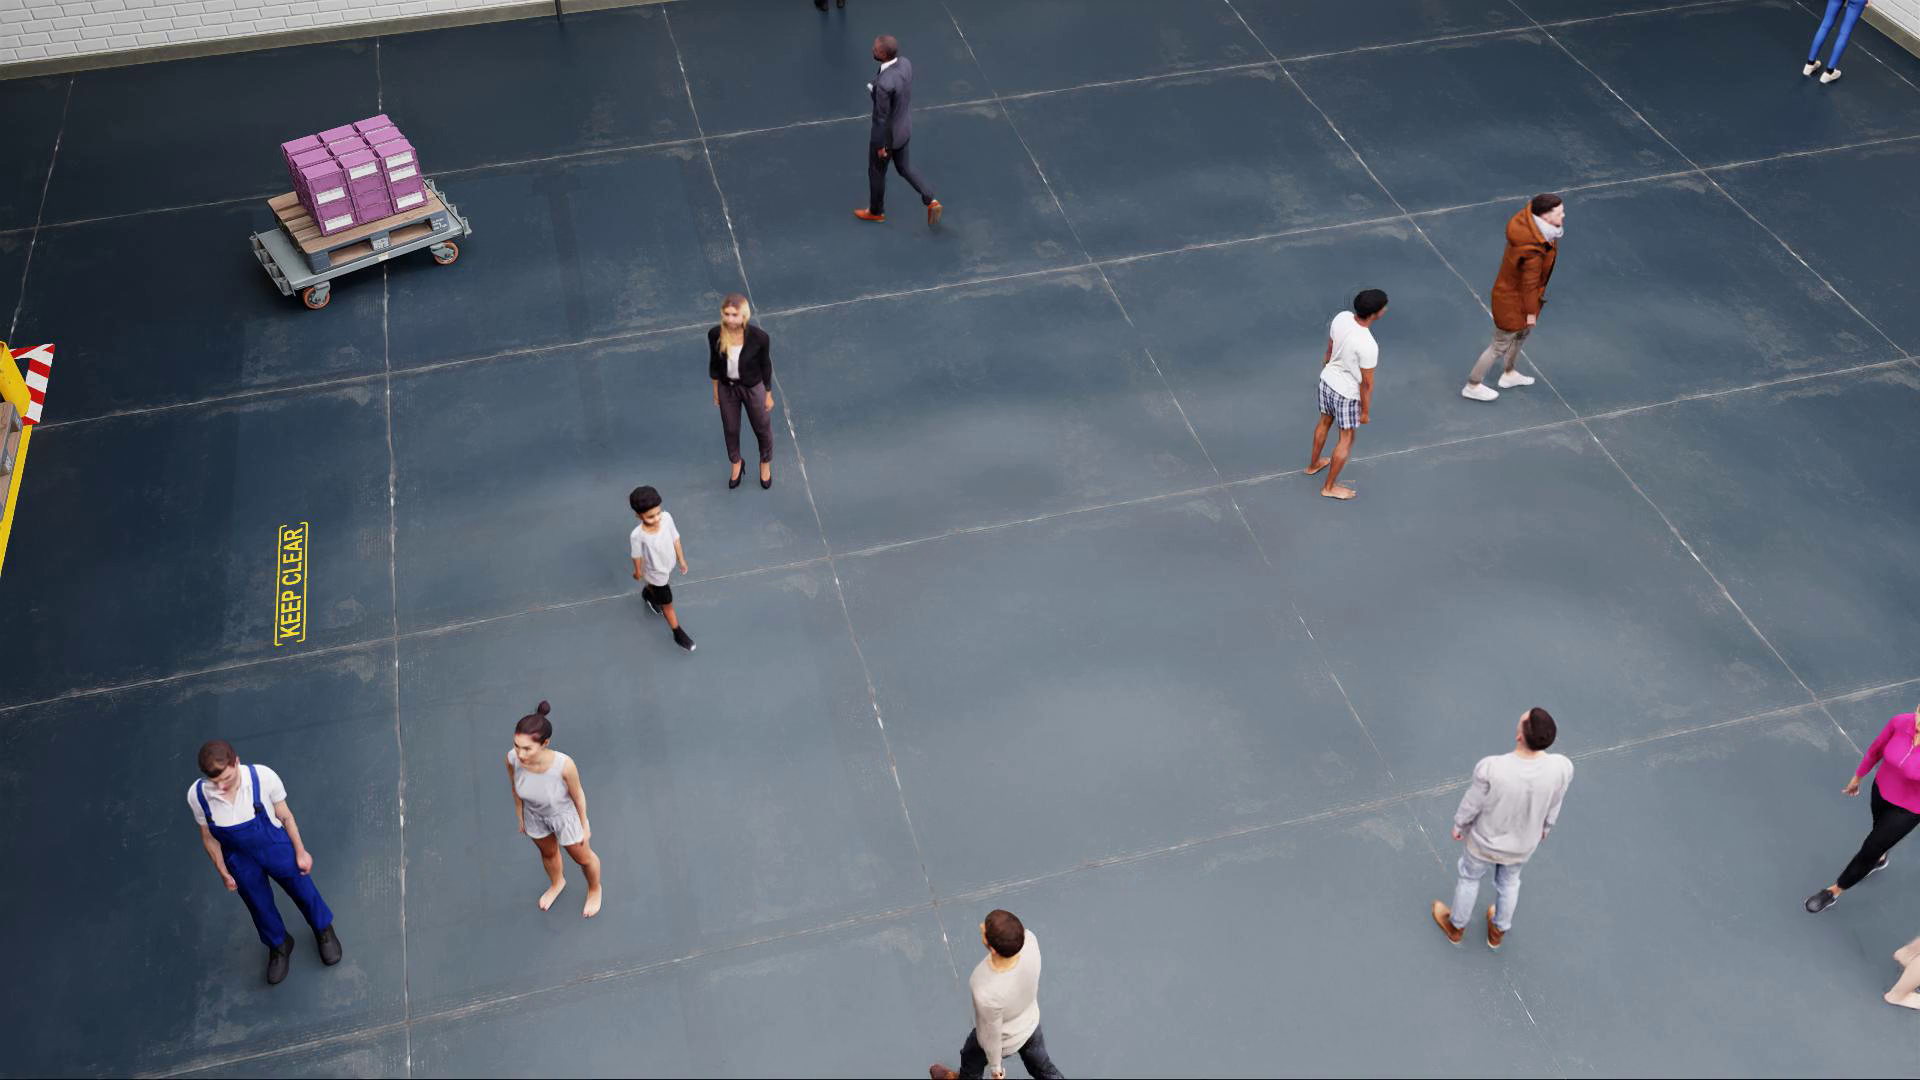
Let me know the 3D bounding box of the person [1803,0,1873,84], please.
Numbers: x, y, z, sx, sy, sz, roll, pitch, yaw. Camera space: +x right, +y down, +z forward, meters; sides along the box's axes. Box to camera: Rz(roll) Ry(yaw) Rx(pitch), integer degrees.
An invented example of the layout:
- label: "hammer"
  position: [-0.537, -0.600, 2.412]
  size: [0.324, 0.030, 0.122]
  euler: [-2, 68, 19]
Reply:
- label: "person"
  position: [8.735, -5.374, 16.317]
  size: [0.772, 1.766, 0.646]
  euler: [-33, 52, -29]

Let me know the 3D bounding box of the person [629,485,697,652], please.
- label: "person"
  position: [-2.022, 0.099, 10.954]
  size: [0.931, 1.238, 0.758]
  euler: [34, 53, 30]

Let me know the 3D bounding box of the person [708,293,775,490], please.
- label: "person"
  position: [-1.540, -1.051, 11.847]
  size: [0.667, 1.671, 0.649]
  euler: [5, 44, 5]

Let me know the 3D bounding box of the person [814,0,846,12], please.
- label: "person"
  position: [-1.400, -6.448, 17.416]
  size: [0.649, 1.804, 0.621]
  euler: [-15, 46, -15]

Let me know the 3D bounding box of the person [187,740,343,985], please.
- label: "person"
  position: [-3.728, 1.660, 8.872]
  size: [0.634, 1.850, 0.578]
  euler: [-14, 45, -14]

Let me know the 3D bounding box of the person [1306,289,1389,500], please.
- label: "person"
  position: [2.732, -1.086, 11.848]
  size: [0.753, 1.721, 0.523]
  euler: [-23, 48, -22]

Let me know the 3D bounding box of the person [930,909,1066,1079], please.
- label: "person"
  position: [0.310, 2.418, 8.088]
  size: [1.270, 1.834, 1.117]
  euler: [29, 50, 27]

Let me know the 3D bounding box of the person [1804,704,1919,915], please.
- label: "person"
  position: [5.303, 1.400, 9.279]
  size: [0.750, 1.664, 0.933]
  euler: [-18, 46, -18]

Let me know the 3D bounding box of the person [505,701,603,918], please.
- label: "person"
  position: [-2.241, 1.514, 9.200]
  size: [0.645, 1.608, 0.657]
  euler: [9, 44, 9]

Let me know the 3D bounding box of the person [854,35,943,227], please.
- label: "person"
  position: [-0.525, -3.483, 14.307]
  size: [1.167, 1.801, 1.112]
  euler: [20, 47, 20]

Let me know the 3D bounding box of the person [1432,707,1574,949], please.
- label: "person"
  position: [2.943, 1.572, 8.975]
  size: [0.746, 1.834, 0.665]
  euler: [2, 44, 2]

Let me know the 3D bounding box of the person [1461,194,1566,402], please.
- label: "person"
  position: [4.102, -1.817, 12.548]
  size: [0.932, 1.814, 0.886]
  euler: [5, 44, 5]
